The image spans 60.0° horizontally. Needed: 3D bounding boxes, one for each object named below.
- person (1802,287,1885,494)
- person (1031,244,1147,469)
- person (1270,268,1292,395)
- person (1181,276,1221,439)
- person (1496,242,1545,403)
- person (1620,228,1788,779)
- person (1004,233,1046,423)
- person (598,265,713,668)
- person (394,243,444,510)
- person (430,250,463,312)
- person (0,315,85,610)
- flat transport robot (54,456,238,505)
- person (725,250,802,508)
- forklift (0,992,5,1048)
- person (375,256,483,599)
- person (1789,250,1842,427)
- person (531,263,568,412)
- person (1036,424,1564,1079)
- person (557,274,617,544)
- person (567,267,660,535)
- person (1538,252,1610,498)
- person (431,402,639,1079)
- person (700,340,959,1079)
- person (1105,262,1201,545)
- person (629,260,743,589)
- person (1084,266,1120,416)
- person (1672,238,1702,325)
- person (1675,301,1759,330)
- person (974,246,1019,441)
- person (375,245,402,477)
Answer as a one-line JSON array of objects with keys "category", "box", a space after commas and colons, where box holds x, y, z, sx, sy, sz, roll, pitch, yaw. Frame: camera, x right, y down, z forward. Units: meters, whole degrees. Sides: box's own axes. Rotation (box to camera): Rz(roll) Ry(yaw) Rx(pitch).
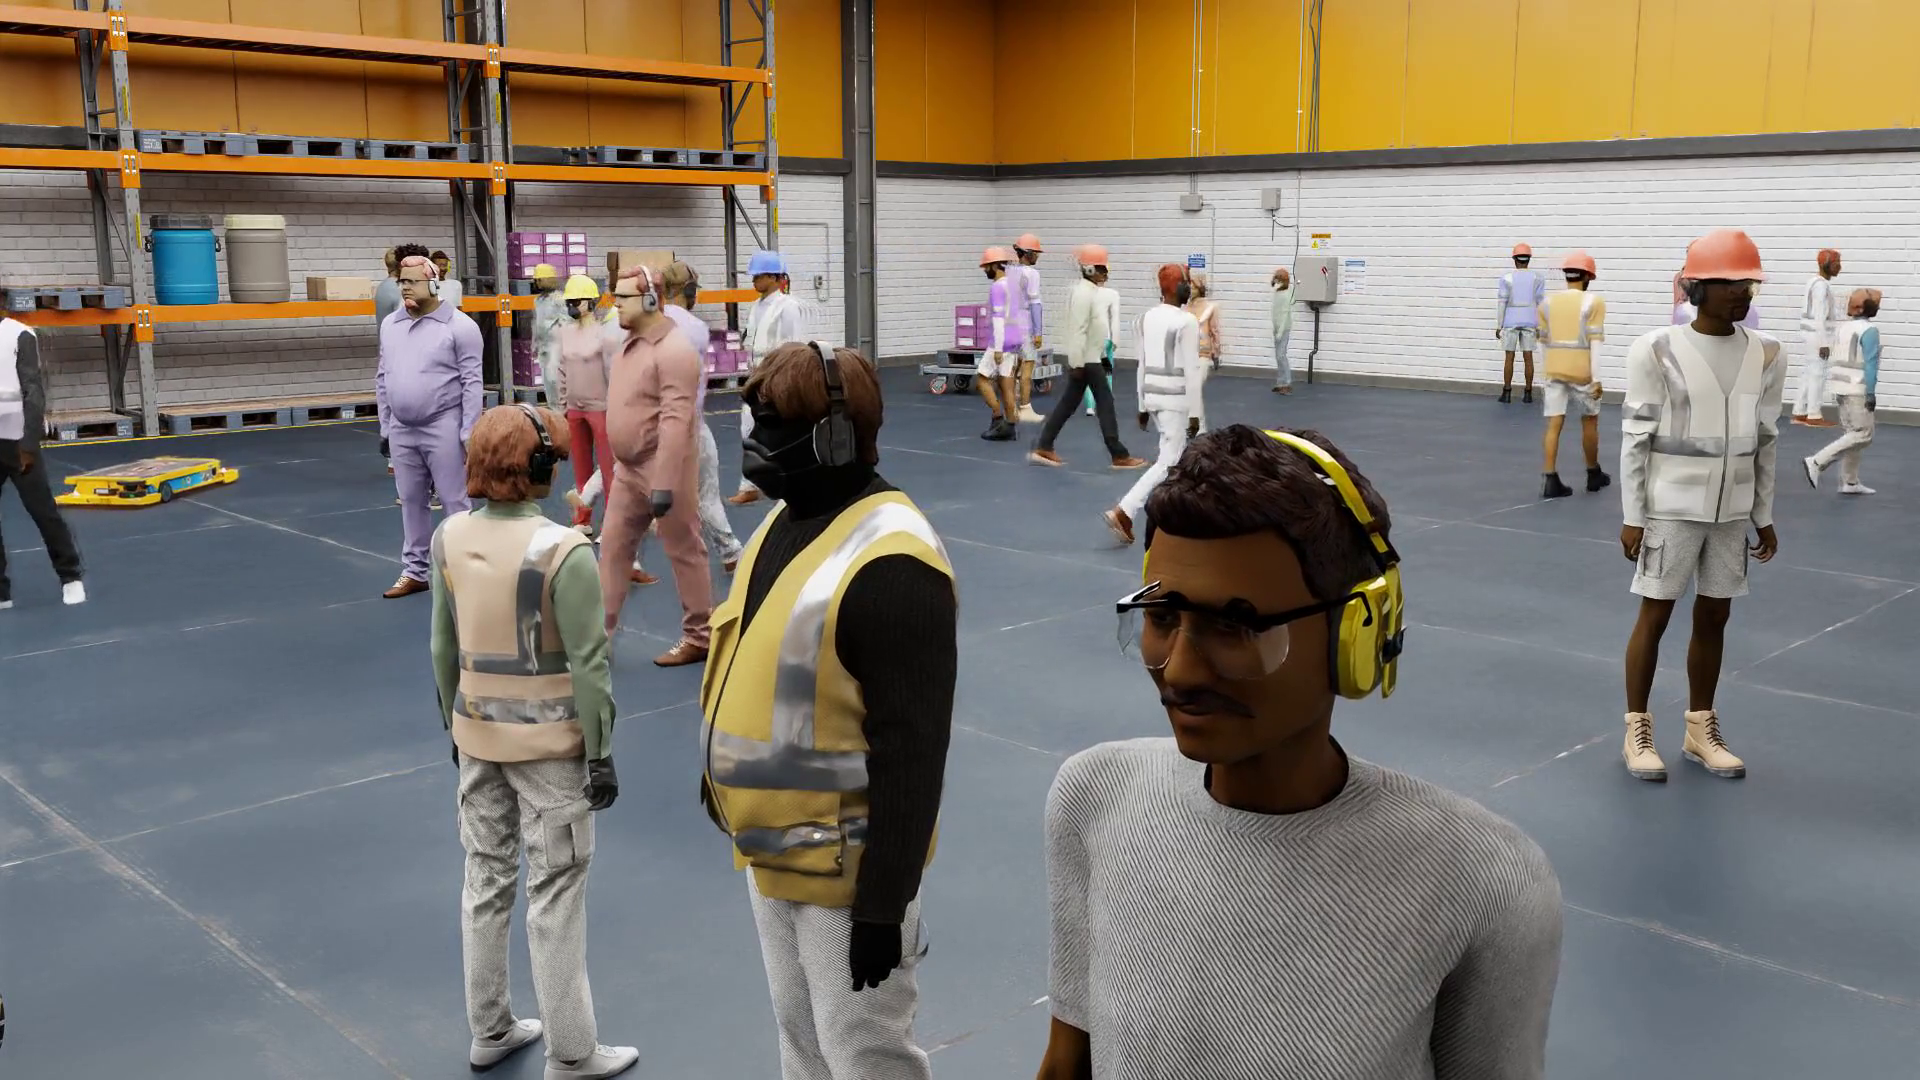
[{"category": "person", "box": [6.894, -1.144, 12.904, 0.541, 1.622, 0.529, 1, 10, 7]}, {"category": "person", "box": [1.090, -1.583, 14.458, 1.014, 1.953, 0.618, 1, 10, 4]}, {"category": "person", "box": [4.080, -2.672, 21.309, 0.310, 1.611, 0.607, -1, 10, -4]}, {"category": "person", "box": [2.269, -1.802, 16.521, 0.535, 1.604, 0.757, 8, 13, 38]}, {"category": "person", "box": [6.767, -2.621, 20.134, 0.543, 1.933, 0.369, 2, 11, 8]}, {"category": "person", "box": [2.757, -0.118, 6.182, 0.608, 2.044, 0.379, -1, 10, -6]}, {"category": "person", "box": [0.713, -2.292, 18.043, 0.395, 2.038, 0.615, -7, 12, -32]}, {"category": "person", "box": [-1.531, -0.305, 7.641, 0.878, 1.872, 0.673, -8, 13, -37]}, {"category": "person", "box": [-3.975, -1.207, 12.329, 0.369, 1.965, 0.608, -10, 14, -43]}, {"category": "person", "box": [-5.598, -2.192, 18.009, 0.542, 1.861, 0.328, -6, 12, -32]}, {"category": "person", "box": [-5.122, -0.542, 8.995, 0.611, 1.883, 0.683, 2, 11, 11]}, {"category": "flat transport robot", "box": [-6.304, -0.472, 12.946, 0.652, 0.197, 1.431, 1, 10, 5]}, {"category": "person", "box": [-1.356, -1.217, 12.530, 0.912, 1.915, 0.613, -9, 14, -42]}, {"category": "forklift", "box": [-3.245, 0.323, 3.363, 2.313, 2.155, 1.214, 2, 11, 13]}, {"category": "person", "box": [-2.960, -0.609, 9.229, 0.639, 1.910, 0.407, 3, 11, 15]}, {"category": "person", "box": [9.112, -2.119, 17.613, 0.451, 1.882, 0.647, 4, 11, 22]}, {"category": "person", "box": [-4.279, -2.011, 17.353, 0.487, 1.736, 0.391, 8, 13, 38]}, {"category": "person", "box": [0.265, 0.818, 1.552, 0.532, 1.869, 0.311, 7, 12, 33]}, {"category": "person", "box": [-2.446, -0.853, 10.947, 0.526, 1.768, 0.330, 6, 12, 31]}, {"category": "person", "box": [-2.238, -0.912, 11.119, 0.762, 1.819, 0.619, 2, 11, 12]}, {"category": "person", "box": [4.834, -1.290, 13.005, 0.910, 1.880, 0.596, -10, 14, -44]}, {"category": "person", "box": [-1.027, 0.495, 3.948, 0.525, 1.636, 0.307, 6, 12, 30]}, {"category": "person", "box": [-0.248, 0.565, 3.009, 0.429, 1.844, 0.625, -5, 12, -27]}, {"category": "person", "box": [1.321, -0.884, 10.888, 0.860, 1.857, 0.582, -5, 12, -28]}, {"category": "person", "box": [-1.637, -0.667, 9.632, 0.638, 1.886, 1.032, 9, 13, 39]}, {"category": "person", "box": [1.557, -2.288, 18.843, 0.535, 1.732, 0.817, 2, 11, 12]}, {"category": "person", "box": [8.084, -2.331, 18.407, 0.390, 1.986, 0.609, 10, 14, 44]}, {"category": "person", "box": [5.684, -1.203, 12.601, 0.601, 1.866, 1.012, 5, 12, 26]}, {"category": "person", "box": [0.358, -1.924, 16.380, 0.494, 1.913, 0.566, 3, 11, 18]}, {"category": "person", "box": [-4.622, -1.461, 13.790, 0.357, 1.938, 0.638, -7, 13, -34]}]
